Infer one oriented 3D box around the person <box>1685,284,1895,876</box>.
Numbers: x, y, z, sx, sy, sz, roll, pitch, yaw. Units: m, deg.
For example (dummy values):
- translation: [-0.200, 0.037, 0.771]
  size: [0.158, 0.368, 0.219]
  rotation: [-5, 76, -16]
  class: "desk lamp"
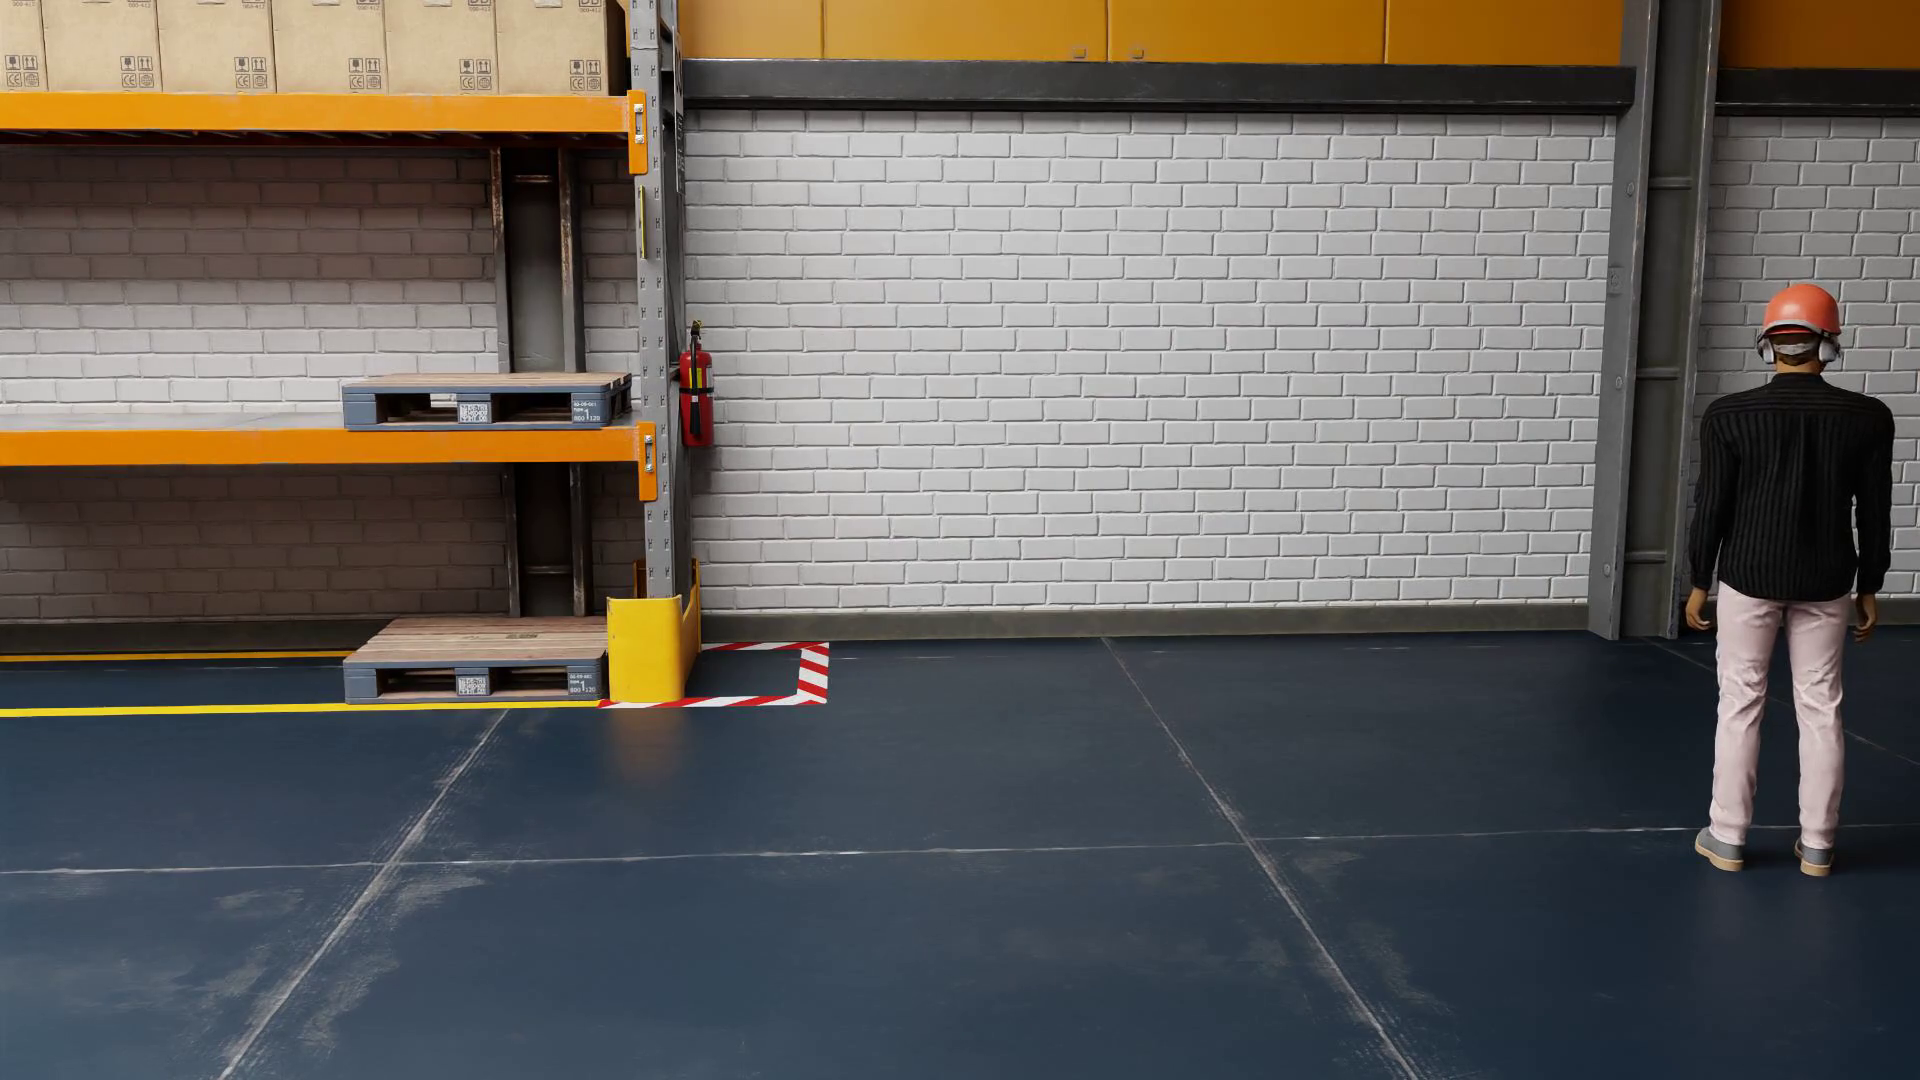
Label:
- translation: [2.784, 0.141, 5.624]
  size: [0.622, 1.990, 0.388]
  rotation: [2, 9, 13]
  class: "person"
